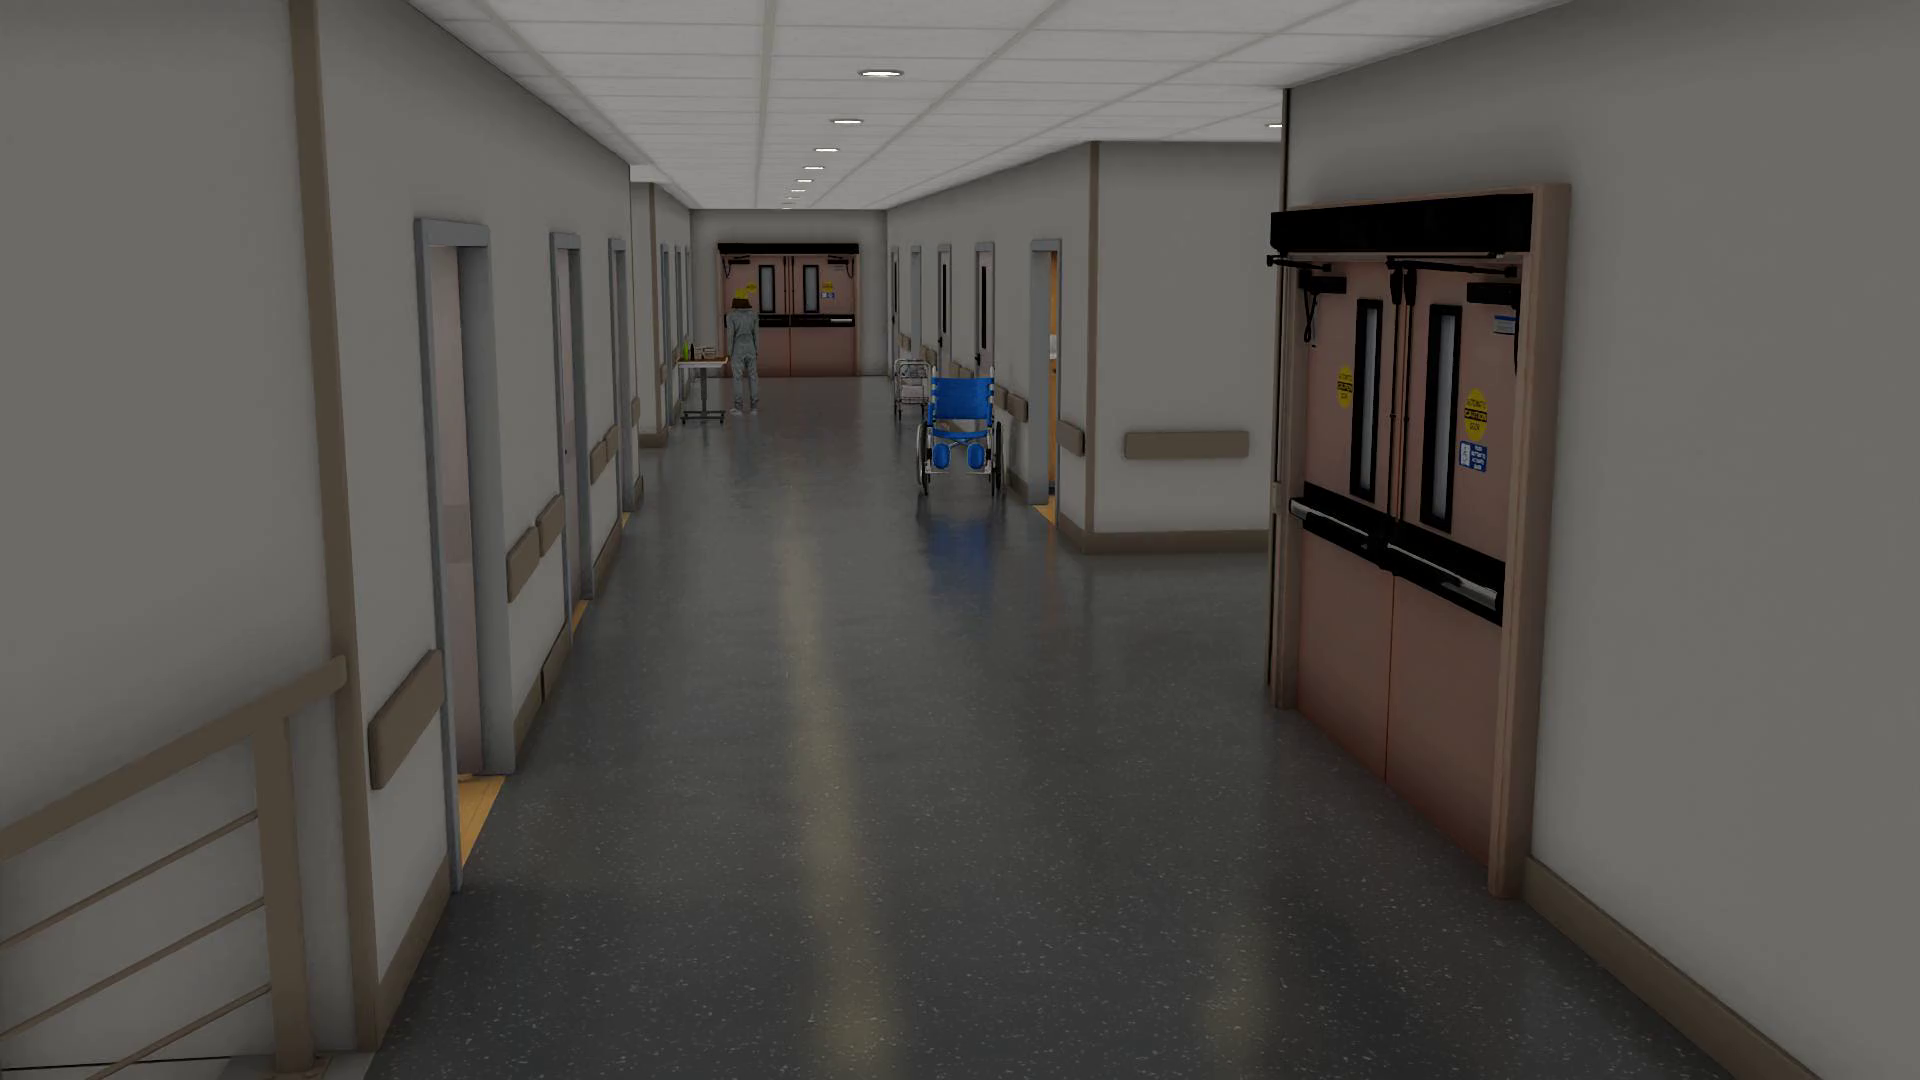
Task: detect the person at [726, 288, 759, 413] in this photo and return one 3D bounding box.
[{"bbox_3d":[-3.054,-2.651,23.335,0.487,1.744,0.297,-6,11,-31],"label":"person"}]
